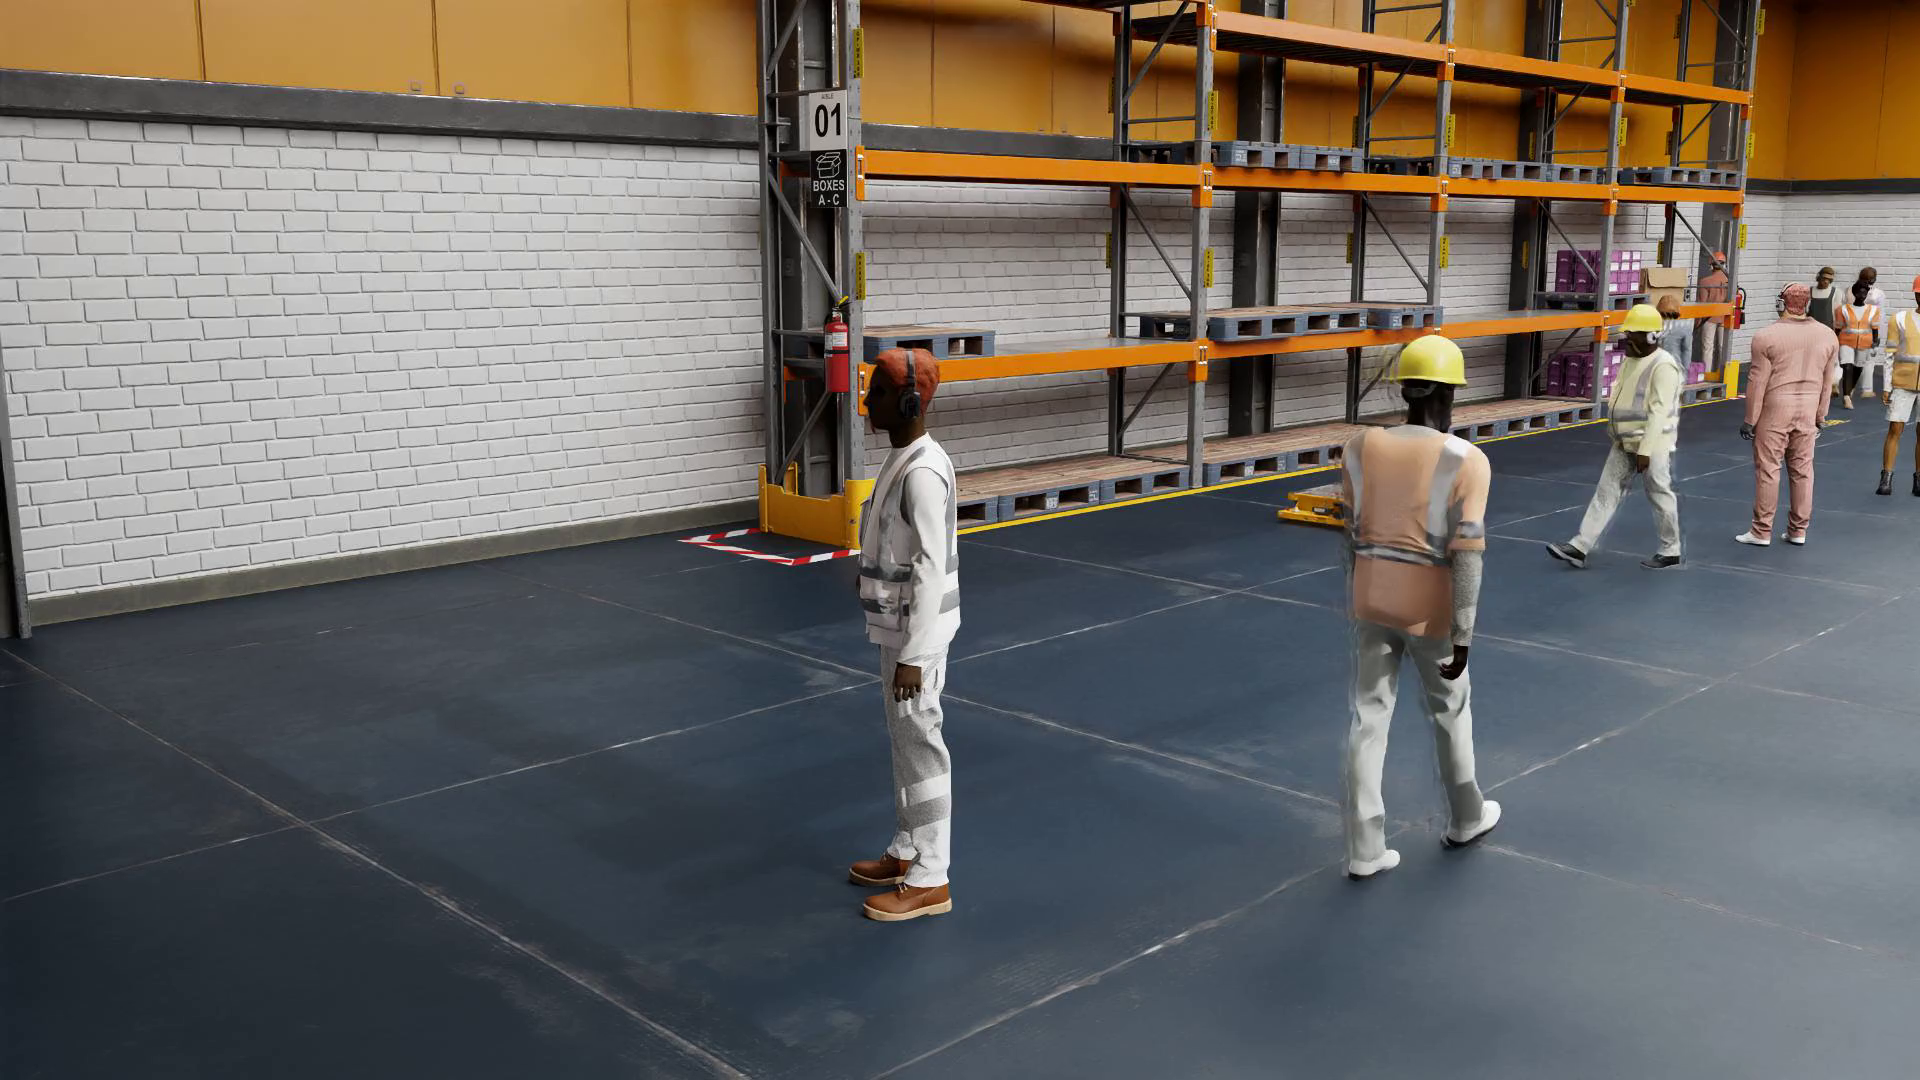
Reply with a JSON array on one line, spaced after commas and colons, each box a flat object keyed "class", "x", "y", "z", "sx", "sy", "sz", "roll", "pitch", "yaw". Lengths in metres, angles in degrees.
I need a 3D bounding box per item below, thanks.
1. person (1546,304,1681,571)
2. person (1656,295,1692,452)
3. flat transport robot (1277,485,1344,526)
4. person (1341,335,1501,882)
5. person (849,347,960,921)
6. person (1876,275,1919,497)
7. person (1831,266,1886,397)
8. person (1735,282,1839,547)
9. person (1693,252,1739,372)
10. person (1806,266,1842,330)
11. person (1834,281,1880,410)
[{"class": "person", "x": 4.436, "y": -0.658, "z": 11.025, "sx": 0.932, "sy": 1.778, "sz": 0.624, "roll": -1, "pitch": 10, "yaw": -8}, {"class": "person", "x": 7.317, "y": -1.728, "z": 17.304, "sx": 0.499, "sy": 1.628, "sz": 0.277, "roll": 4, "pitch": 11, "yaw": 22}, {"class": "flat transport robot", "x": 3.204, "y": -0.311, "z": 13.270, "sx": 0.652, "sy": 0.197, "sz": 1.431, "roll": 10, "pitch": 14, "yaw": 43}, {"class": "person", "x": 1.655, "y": 0.224, "z": 5.931, "sx": 0.588, "sy": 1.886, "sz": 0.919, "roll": 9, "pitch": 14, "yaw": 41}, {"class": "person", "x": -0.181, "y": 0.307, "z": 5.500, "sx": 0.355, "sy": 1.884, "sz": 0.575, "roll": -2, "pitch": 11, "yaw": -10}, {"class": "person", "x": 8.229, "y": -1.333, "z": 14.293, "sx": 0.545, "sy": 1.939, "sz": 0.374, "roll": 5, "pitch": 12, "yaw": 26}, {"class": "person", "x": 12.385, "y": -2.853, "z": 22.920, "sx": 0.780, "sy": 1.822, "sz": 0.634, "roll": -7, "pitch": 13, "yaw": -34}, {"class": "person", "x": 5.940, "y": -0.897, "z": 12.002, "sx": 0.643, "sy": 1.909, "sz": 0.410, "roll": -1, "pitch": 10, "yaw": -7}, {"class": "person", "x": 11.173, "y": -3.251, "z": 24.618, "sx": 0.608, "sy": 1.987, "sz": 0.391, "roll": -1, "pitch": 10, "yaw": -4}, {"class": "person", "x": 11.848, "y": -2.865, "z": 22.975, "sx": 0.604, "sy": 1.819, "sz": 0.511, "roll": 7, "pitch": 13, "yaw": 34}, {"class": "person", "x": 11.667, "y": -2.549, "z": 21.702, "sx": 0.530, "sy": 1.660, "sz": 0.845, "roll": 3, "pitch": 11, "yaw": 15}]
